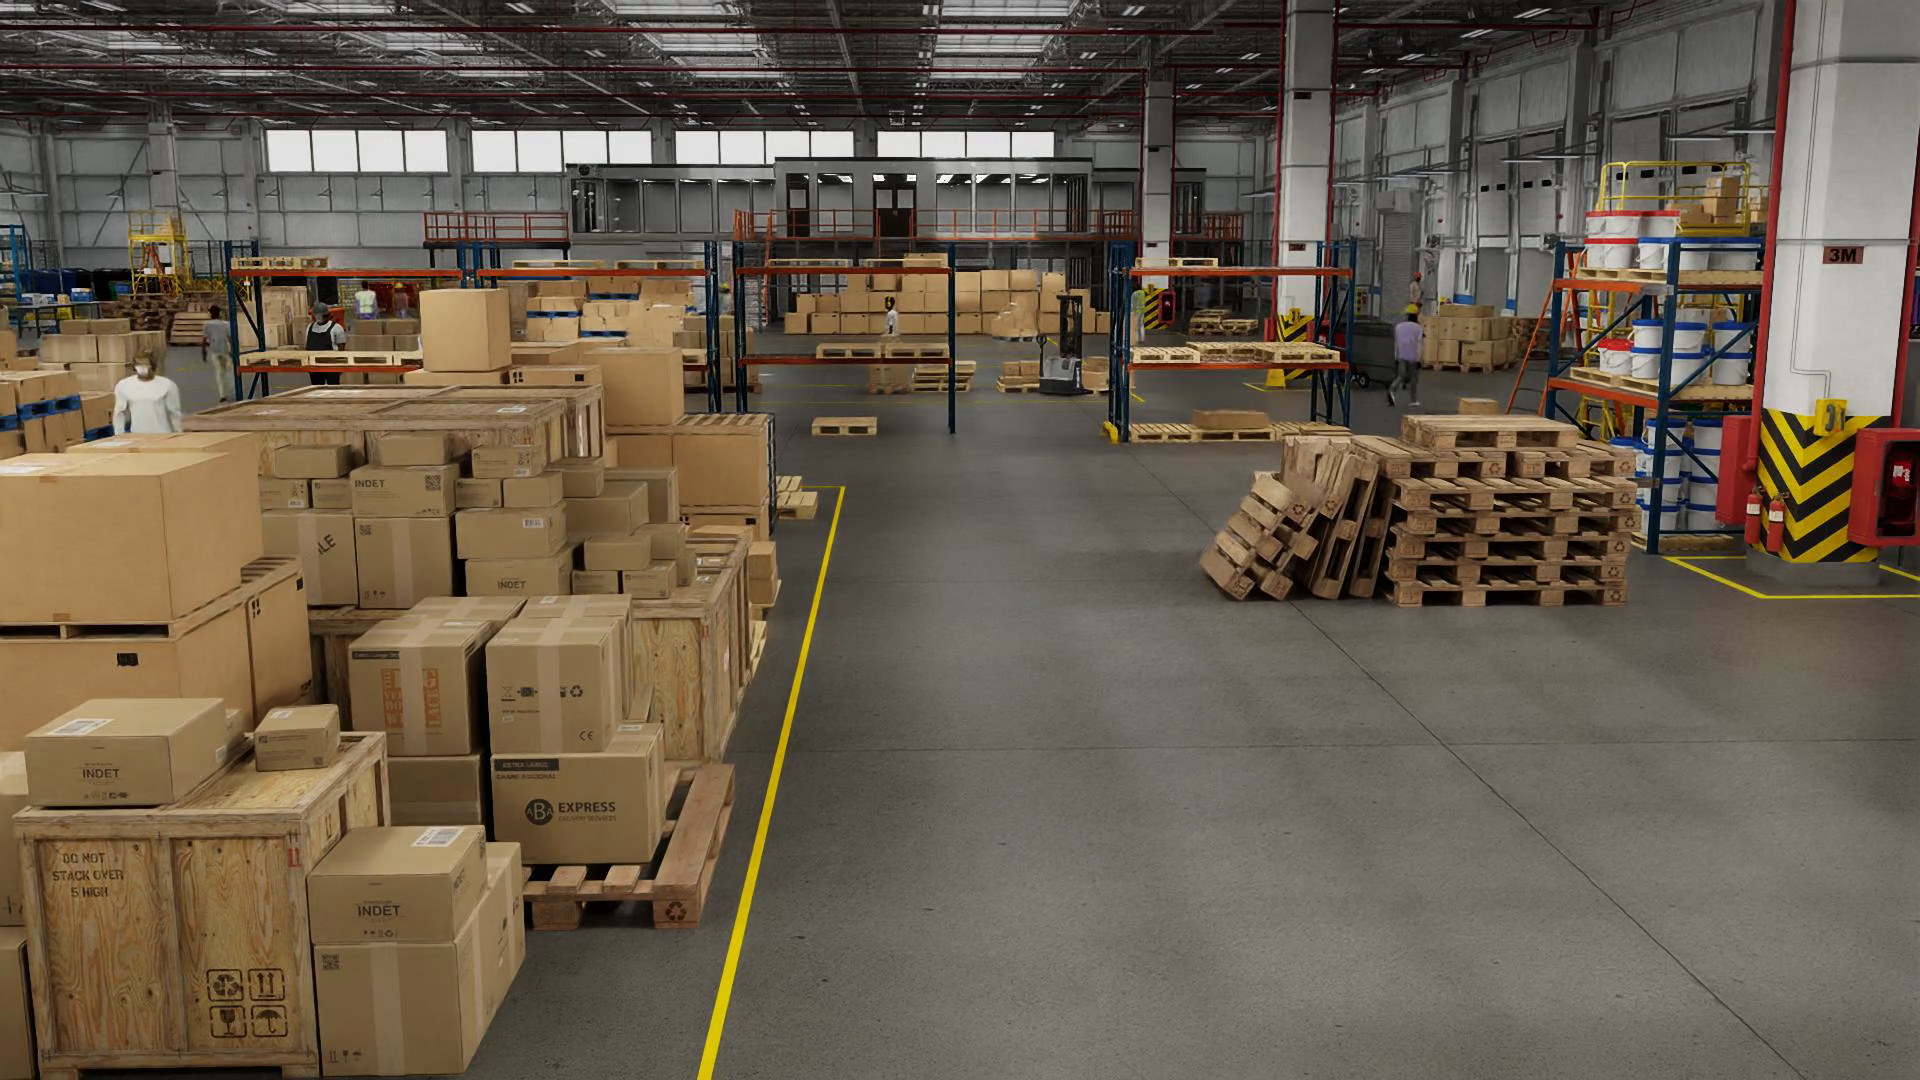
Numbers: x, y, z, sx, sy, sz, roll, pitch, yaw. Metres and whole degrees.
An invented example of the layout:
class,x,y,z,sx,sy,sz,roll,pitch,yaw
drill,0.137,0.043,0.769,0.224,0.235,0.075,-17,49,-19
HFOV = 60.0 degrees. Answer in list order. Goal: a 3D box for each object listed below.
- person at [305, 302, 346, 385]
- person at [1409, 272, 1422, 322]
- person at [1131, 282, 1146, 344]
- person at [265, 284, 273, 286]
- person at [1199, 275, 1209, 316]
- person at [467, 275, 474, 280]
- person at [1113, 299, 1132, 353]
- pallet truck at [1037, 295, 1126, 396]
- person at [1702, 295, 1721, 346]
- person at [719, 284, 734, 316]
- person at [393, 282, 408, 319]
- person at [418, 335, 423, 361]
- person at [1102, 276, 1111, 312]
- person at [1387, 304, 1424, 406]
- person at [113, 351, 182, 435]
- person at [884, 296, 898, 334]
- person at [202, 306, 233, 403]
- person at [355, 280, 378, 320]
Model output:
class,x,y,z,sx,sy,sz,roll,pitch,yaw
person,-10.670,-2.973,27.881,0.681,2.000,0.538,1,10,6
person,15.566,-8.139,56.787,0.612,1.995,0.376,-9,14,-42
person,5.299,-6.778,49.684,0.433,1.834,0.624,7,12,35
person,-18.223,-5.796,43.906,0.619,1.924,0.914,1,10,7
person,8.839,-8.631,59.800,0.886,1.909,0.555,7,12,32
person,-20.319,-10.215,68.791,0.514,1.836,0.338,-2,10,-10
person,3.379,-4.143,34.686,0.372,1.940,0.631,8,13,38
pallet truck,2.483,-3.881,33.060,1.885,1.965,0.823,-7,13,-36
person,15.925,-4.234,35.276,0.456,1.933,0.618,10,14,44
person,-7.320,-7.215,52.464,0.871,1.704,0.508,8,13,39
person,-17.721,-7.292,52.750,0.536,1.756,0.449,3,10,14
person,-8.324,-2.647,26.512,0.576,1.882,0.355,2,10,11
person,6.266,-10.590,70.755,0.354,1.883,0.573,-3,10,-14
person,8.228,-3.391,30.613,0.809,1.904,0.588,-9,13,-40
person,-8.625,-1.064,17.692,0.642,1.888,1.009,-1,10,-5
person,-1.491,-4.280,35.660,0.319,1.868,0.554,2,10,9
person,-14.138,-3.538,31.647,0.540,1.818,0.960,-8,13,-36
person,-17.411,-6.659,48.783,0.619,1.904,0.538,-3,11,-19
